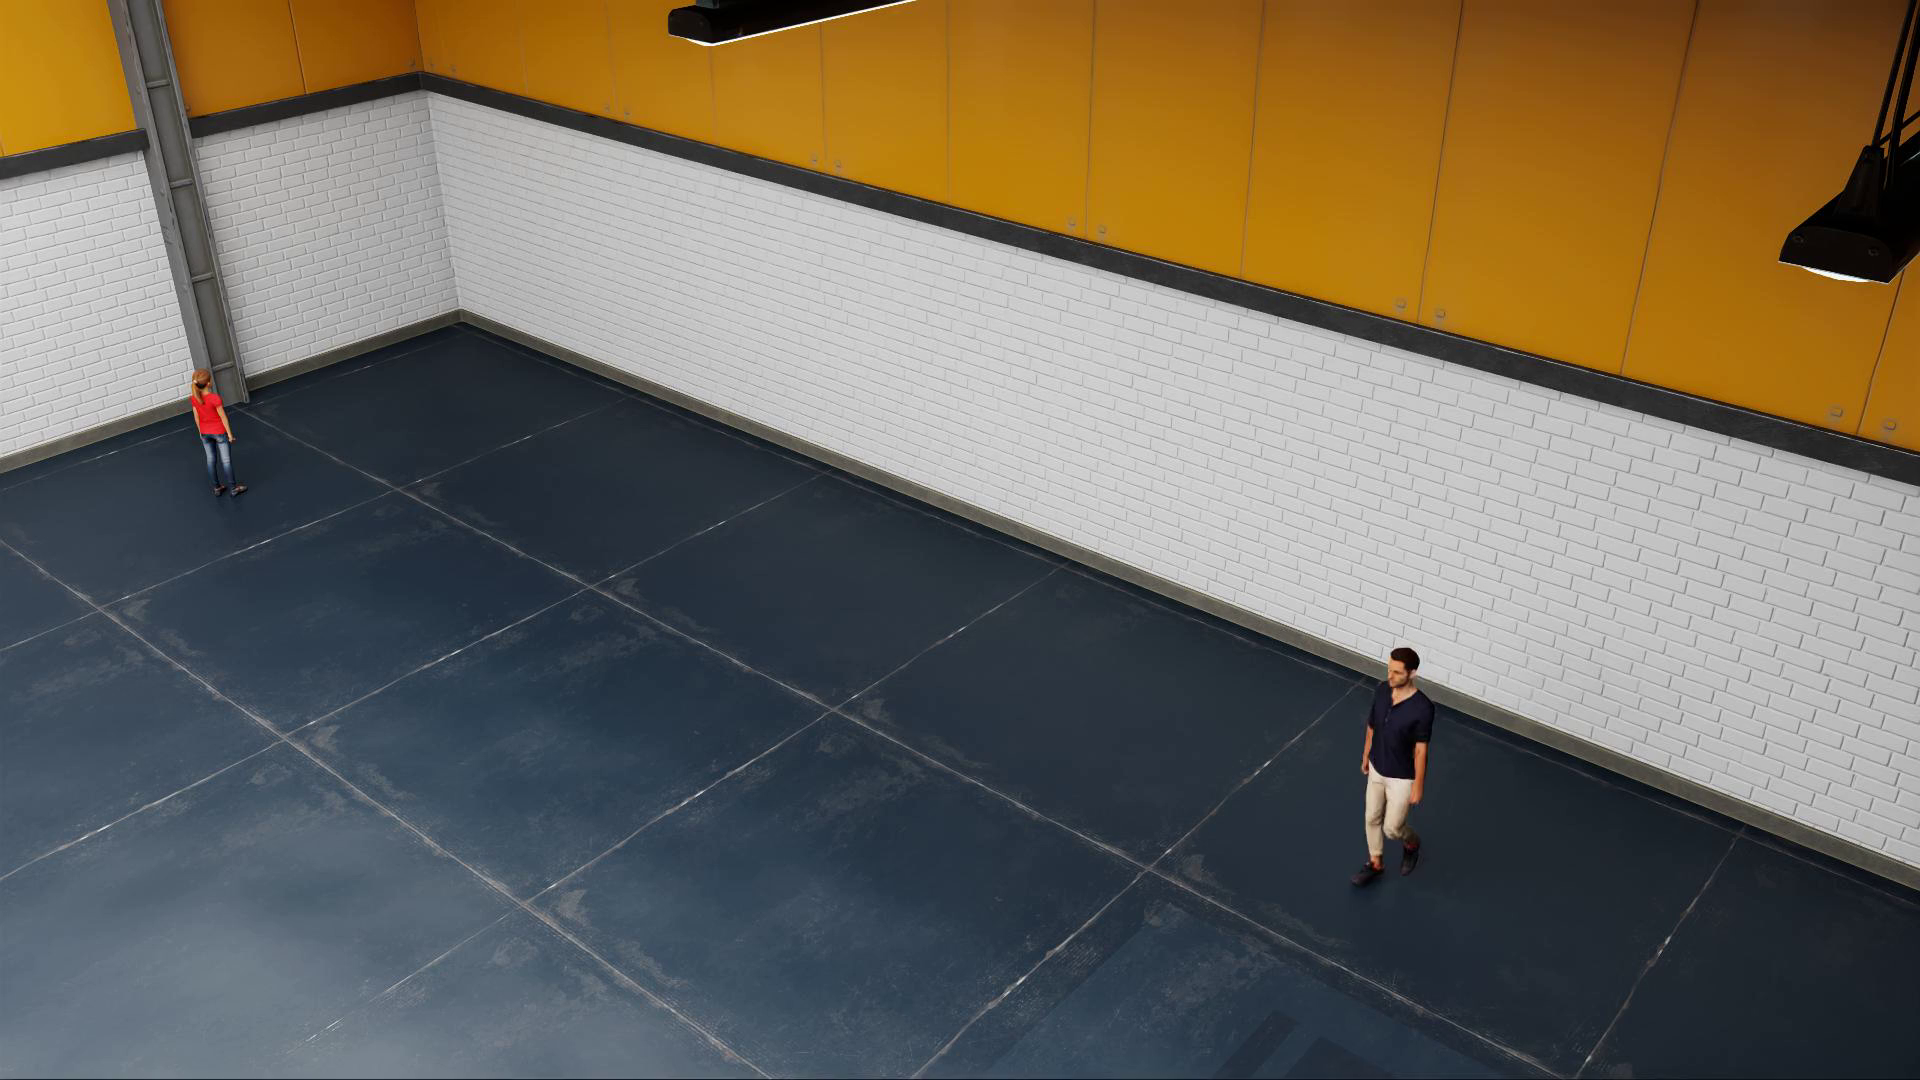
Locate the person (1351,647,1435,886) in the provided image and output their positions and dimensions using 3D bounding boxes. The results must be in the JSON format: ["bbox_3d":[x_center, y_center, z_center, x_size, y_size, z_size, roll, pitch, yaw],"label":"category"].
[{"bbox_3d":[2.916,1.489,10.950,0.808,1.841,0.739,-20,34,-32],"label":"person"}]

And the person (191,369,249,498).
[{"bbox_3d":[-7.247,-1.040,16.142,0.563,1.310,0.600,4,29,7],"label":"person"}]
